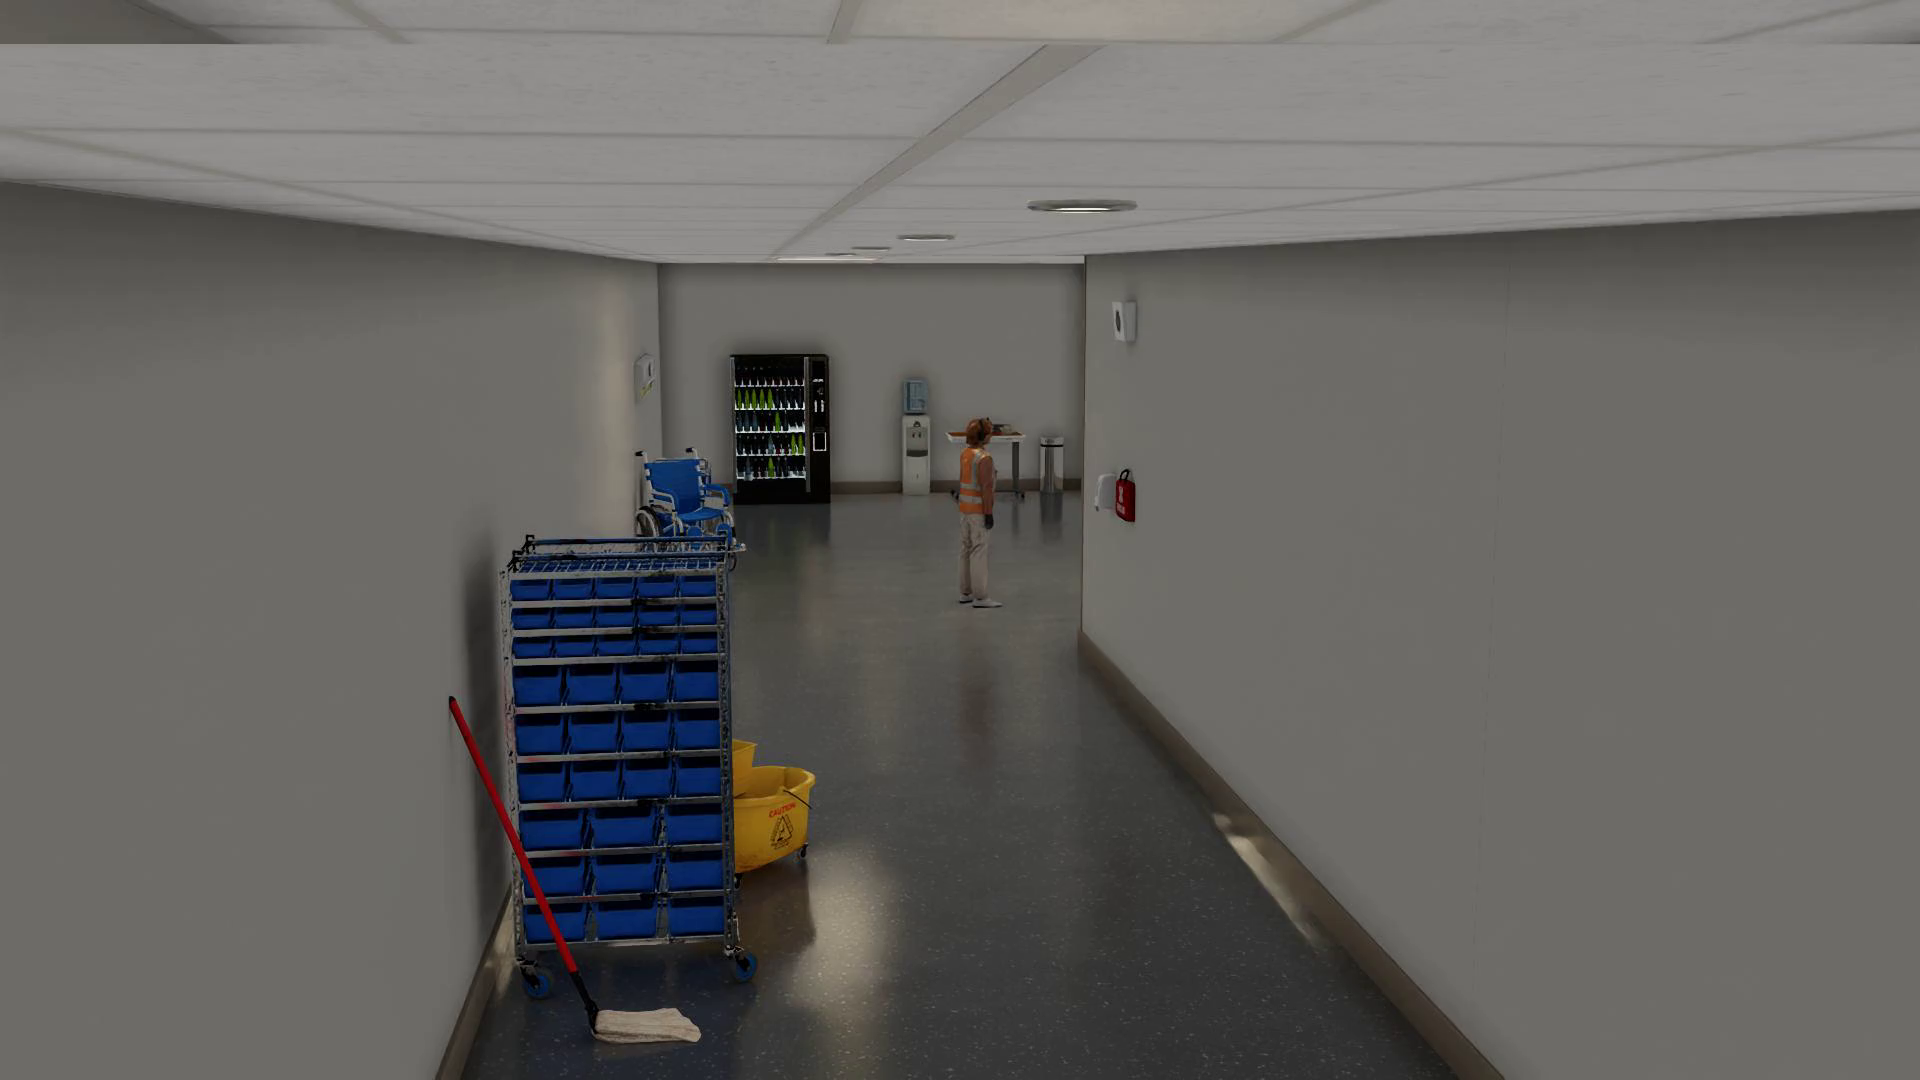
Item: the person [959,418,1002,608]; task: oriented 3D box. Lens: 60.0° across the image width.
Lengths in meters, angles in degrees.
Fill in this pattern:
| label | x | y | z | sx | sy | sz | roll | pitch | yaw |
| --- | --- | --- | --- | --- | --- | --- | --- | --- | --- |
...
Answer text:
| label | x | y | z | sx | sy | sz | roll | pitch | yaw |
| --- | --- | --- | --- | --- | --- | --- | --- | --- | --- |
| person | 0.147 | -0.236 | 14.439 | 0.315 | 1.641 | 0.515 | -4 | 10 | -25 |
